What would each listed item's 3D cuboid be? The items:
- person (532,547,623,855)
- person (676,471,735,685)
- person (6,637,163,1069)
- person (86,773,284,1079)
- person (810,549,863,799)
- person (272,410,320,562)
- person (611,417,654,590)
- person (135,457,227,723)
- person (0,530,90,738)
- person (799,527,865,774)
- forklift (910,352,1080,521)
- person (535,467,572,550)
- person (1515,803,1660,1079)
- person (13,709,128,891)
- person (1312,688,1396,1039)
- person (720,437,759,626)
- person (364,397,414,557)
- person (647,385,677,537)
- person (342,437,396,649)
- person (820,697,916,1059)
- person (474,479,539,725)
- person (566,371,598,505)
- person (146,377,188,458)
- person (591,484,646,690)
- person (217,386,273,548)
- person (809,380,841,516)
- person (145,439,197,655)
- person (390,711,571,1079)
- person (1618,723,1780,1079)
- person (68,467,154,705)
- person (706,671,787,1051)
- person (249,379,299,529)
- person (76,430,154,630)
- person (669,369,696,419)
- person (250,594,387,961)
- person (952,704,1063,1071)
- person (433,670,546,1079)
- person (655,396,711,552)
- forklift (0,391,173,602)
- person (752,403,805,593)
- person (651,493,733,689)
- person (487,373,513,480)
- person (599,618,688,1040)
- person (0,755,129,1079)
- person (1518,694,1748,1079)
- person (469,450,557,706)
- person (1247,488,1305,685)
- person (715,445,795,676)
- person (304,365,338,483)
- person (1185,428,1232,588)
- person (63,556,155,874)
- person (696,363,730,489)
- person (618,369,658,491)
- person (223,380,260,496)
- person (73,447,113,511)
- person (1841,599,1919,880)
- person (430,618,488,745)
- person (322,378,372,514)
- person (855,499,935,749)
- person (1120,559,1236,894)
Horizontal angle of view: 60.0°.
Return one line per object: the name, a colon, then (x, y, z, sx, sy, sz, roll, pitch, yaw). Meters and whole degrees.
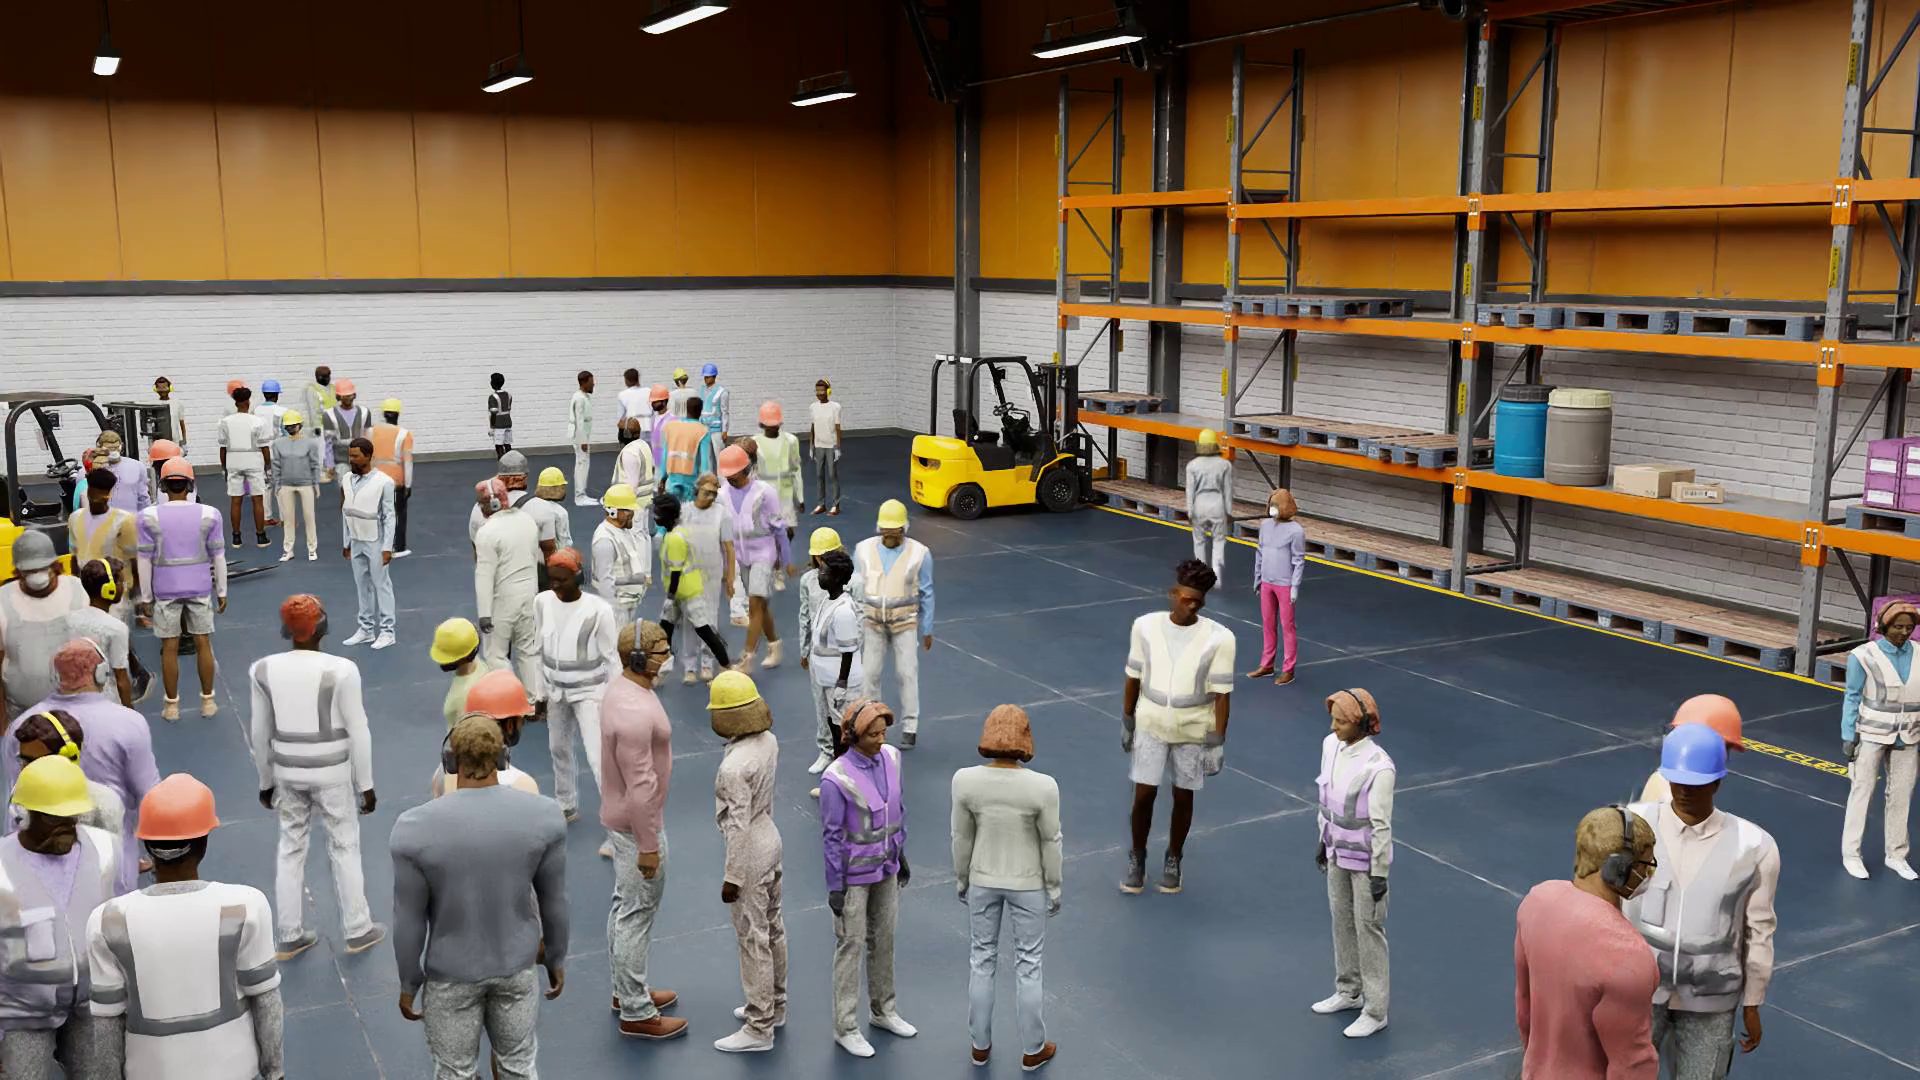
person: (-2.281, 0.943, 10.055, 0.763, 1.844, 0.551, 5, 11, 25)
person: (-2.116, 0.311, 13.743, 0.523, 1.800, 0.633, -1, 10, -7)
person: (-3.937, 1.392, 7.408, 0.660, 1.866, 0.911, 1, 10, 7)
person: (-2.468, 1.701, 5.368, 0.552, 1.934, 0.373, -3, 10, -18)
person: (-0.794, 0.895, 10.692, 0.318, 1.700, 0.535, -3, 10, -17)
person: (-7.679, -0.627, 19.262, 0.524, 1.769, 0.326, -1, 10, -7)
person: (-3.475, -0.386, 17.660, 0.429, 1.842, 0.633, 1, 10, 3)
person: (-5.941, 0.380, 12.728, 0.612, 2.029, 0.407, -6, 11, -30)
person: (-5.333, 0.889, 9.745, 0.702, 2.000, 0.572, -6, 11, -30)
person: (-0.882, 0.763, 11.368, 0.489, 1.728, 0.323, 4, 10, 20)
forklift: (0.460, -1.461, 22.833, 2.313, 2.155, 1.214, -5, 11, -28)
person: (-3.497, 0.238, 14.349, 0.489, 1.744, 0.295, 7, 12, 36)
person: (1.926, 1.747, 5.119, 0.371, 1.934, 0.627, -2, 10, -10)
person: (-3.408, 1.558, 6.442, 0.526, 1.857, 0.343, 5, 11, 27)
person: (1.810, 1.465, 7.626, 0.324, 1.630, 0.507, -3, 10, -18)
person: (-2.070, -0.082, 15.959, 0.429, 1.830, 0.635, 1, 10, 7)
person: (-6.661, -0.690, 19.293, 0.612, 1.889, 0.801, 1, 10, 4)
person: (-3.707, -0.966, 20.748, 0.387, 1.930, 0.545, -7, 12, -35)
person: (-5.357, 0.021, 15.091, 0.587, 1.920, 0.390, 5, 11, 27)
person: (-0.429, 1.493, 7.451, 0.313, 1.631, 0.527, 7, 12, 36)
person: (-3.451, 0.471, 12.609, 0.401, 1.892, 0.667, 4, 11, 23)
person: (-5.362, -1.444, 23.578, 0.411, 1.908, 0.603, -1, 10, -7)
person: (-10.940, -1.320, 22.952, 0.513, 1.872, 0.328, -5, 11, -25)
person: (-2.620, 0.468, 12.813, 0.403, 1.819, 0.601, 0, 10, 3)
person: (-8.666, -0.884, 20.192, 0.607, 1.957, 0.380, -1, 10, -7)
person: (-1.834, -1.257, 22.636, 0.500, 1.862, 0.326, 5, 11, 25)
person: (-6.992, 0.064, 14.820, 0.389, 1.930, 0.544, 0, 10, -2)
person: (-1.747, 1.577, 6.121, 0.641, 1.928, 0.386, -5, 11, -27)
person: (2.570, 1.592, 5.962, 0.605, 1.948, 0.403, 5, 11, 26)
person: (-6.654, 0.388, 12.936, 0.587, 1.940, 0.416, 4, 11, 22)
person: (-0.973, 1.435, 7.487, 0.319, 1.734, 0.483, 2, 10, 12)
person: (-8.871, -1.104, 21.523, 0.605, 1.939, 0.415, 3, 10, 14)
person: (-7.932, -0.081, 15.661, 0.375, 1.930, 0.636, 9, 13, 43)
person: (-4.330, -1.794, 25.991, 0.523, 1.767, 0.313, -9, 14, -43)
person: (-3.273, 1.204, 8.455, 0.628, 1.872, 0.464, 1, 10, 6)
person: (0.208, 1.519, 7.293, 0.497, 1.633, 0.289, 3, 10, 16)
person: (-1.850, 1.475, 6.713, 0.543, 1.928, 0.403, 7, 12, 34)
person: (-3.275, -0.748, 19.631, 0.631, 1.880, 0.715, 3, 10, 17)
forklift: (-9.026, -0.363, 16.508, 1.214, 2.155, 2.313, 6, 11, 29)
person: (-1.986, -0.461, 17.639, 0.667, 2.003, 0.707, -5, 11, -25)
person: (-2.246, 0.424, 13.561, 0.872, 1.645, 0.537, -3, 10, -18)
person: (-7.196, -1.768, 26.025, 0.321, 1.697, 0.530, 3, 10, 17)
person: (-1.470, 1.307, 7.629, 0.356, 1.938, 0.633, -3, 10, -15)
person: (-3.255, 1.653, 5.991, 0.404, 1.821, 0.592, 8, 13, 38)
person: (2.723, 1.528, 6.563, 0.892, 1.883, 0.571, 3, 10, 15)
person: (-3.490, 0.290, 13.194, 0.684, 2.000, 0.535, 1, 10, 8)
person: (2.647, 0.378, 13.853, 0.286, 1.636, 0.500, -7, 12, -36)
person: (-1.795, 0.187, 13.993, 0.683, 1.965, 1.010, 6, 12, 32)
person: (-9.857, -1.794, 25.806, 0.461, 1.830, 0.629, 4, 11, 22)
person: (2.618, -0.308, 17.518, 0.496, 1.727, 0.480, 1, 10, 4)
person: (-4.900, 1.020, 9.535, 0.538, 1.858, 0.336, 5, 11, 25)
person: (-3.678, -1.652, 24.680, 0.611, 1.943, 0.409, 6, 12, 33)
person: (-4.741, -1.604, 24.621, 0.639, 1.872, 0.652, -5, 11, -28)
person: (-10.401, -1.473, 24.242, 0.528, 1.723, 0.653, 9, 13, 42)
person: (-7.766, 0.085, 14.945, 0.396, 1.841, 0.565, -4, 11, -23)
person: (5.288, 1.136, 9.507, 0.524, 1.631, 0.315, 0, 10, -2)
person: (-2.571, 1.210, 8.819, 0.317, 1.721, 0.678, -2, 10, -10)
person: (-7.576, -0.998, 20.662, 0.617, 2.028, 0.477, -6, 12, -32)
person: (-0.486, 0.601, 12.049, 0.618, 1.825, 0.405, 2, 10, 12)
person: (1.194, 1.040, 9.186, 0.644, 1.933, 0.525, 3, 10, 19)
